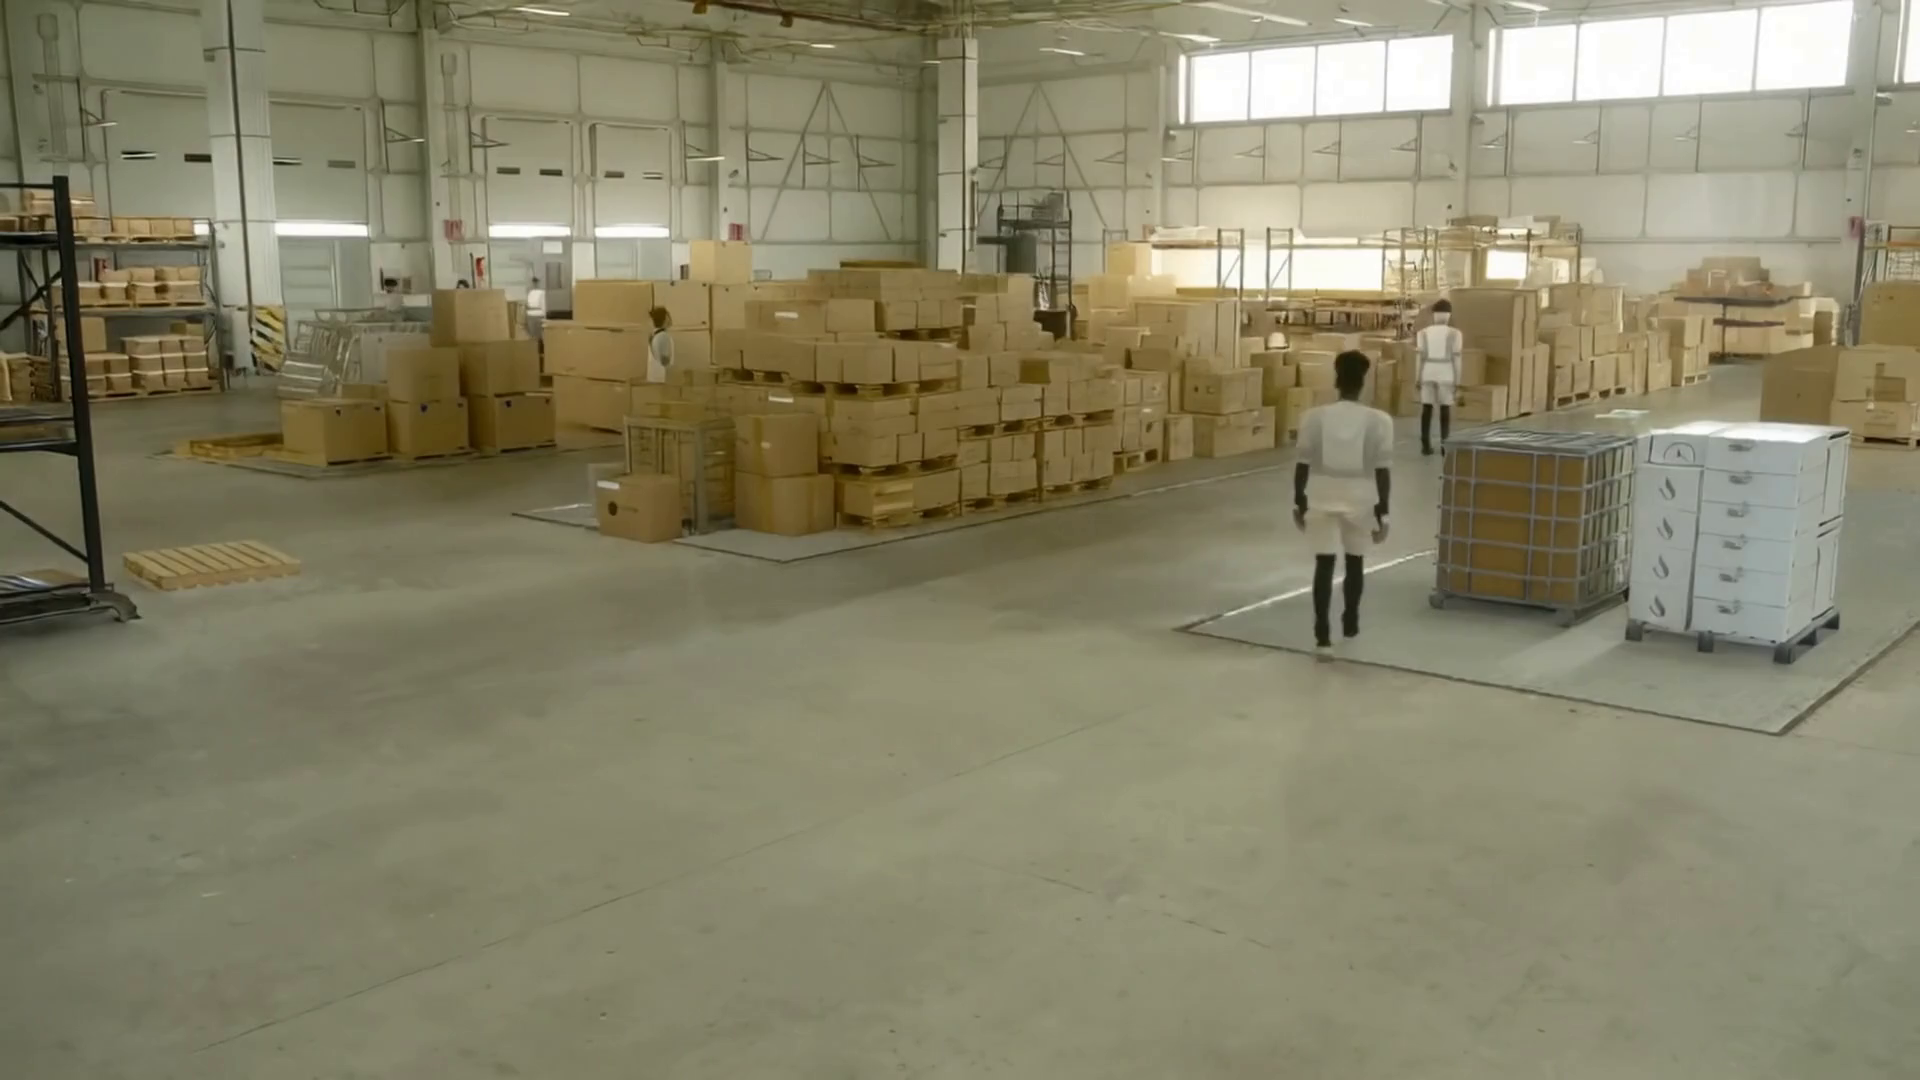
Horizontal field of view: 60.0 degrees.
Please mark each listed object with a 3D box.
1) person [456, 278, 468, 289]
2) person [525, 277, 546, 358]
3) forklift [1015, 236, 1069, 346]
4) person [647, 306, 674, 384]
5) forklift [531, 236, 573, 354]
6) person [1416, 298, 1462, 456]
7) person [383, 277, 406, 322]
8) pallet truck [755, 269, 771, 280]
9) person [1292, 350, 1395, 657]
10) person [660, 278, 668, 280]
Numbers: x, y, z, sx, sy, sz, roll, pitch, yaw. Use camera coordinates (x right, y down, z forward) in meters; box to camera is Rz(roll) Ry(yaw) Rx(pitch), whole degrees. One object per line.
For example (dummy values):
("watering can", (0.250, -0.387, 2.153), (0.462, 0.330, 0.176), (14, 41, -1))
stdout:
("person", (-10.418, -4.521, 34.860), (0.624, 1.920, 0.436), (-3, 11, -19))
("person", (-9.785, -5.155, 38.629), (0.611, 1.864, 0.498), (5, 11, 24))
("forklift", (1.540, -5.658, 38.608), (1.873, 2.768, 1.129), (2, 10, 14))
("person", (-3.669, -1.955, 20.467), (0.332, 1.844, 0.508), (-6, 11, -30))
("forklift", (-9.601, -5.790, 39.356), (1.873, 2.768, 1.129), (8, 13, 40))
("person", (5.899, -2.002, 20.477), (0.551, 1.934, 0.373), (6, 12, 31))
("person", (-12.614, -4.918, 37.174), (0.572, 1.907, 0.548), (-9, 13, -42))
("pallet truck", (-4.996, -6.432, 45.525), (1.885, 1.965, 0.823), (-6, 12, -32))
("person", (2.399, -0.236, 10.479), (0.617, 1.923, 0.981), (3, 10, 17))
("person", (-6.277, -4.718, 36.024), (0.615, 1.915, 0.643), (-4, 11, -23))
